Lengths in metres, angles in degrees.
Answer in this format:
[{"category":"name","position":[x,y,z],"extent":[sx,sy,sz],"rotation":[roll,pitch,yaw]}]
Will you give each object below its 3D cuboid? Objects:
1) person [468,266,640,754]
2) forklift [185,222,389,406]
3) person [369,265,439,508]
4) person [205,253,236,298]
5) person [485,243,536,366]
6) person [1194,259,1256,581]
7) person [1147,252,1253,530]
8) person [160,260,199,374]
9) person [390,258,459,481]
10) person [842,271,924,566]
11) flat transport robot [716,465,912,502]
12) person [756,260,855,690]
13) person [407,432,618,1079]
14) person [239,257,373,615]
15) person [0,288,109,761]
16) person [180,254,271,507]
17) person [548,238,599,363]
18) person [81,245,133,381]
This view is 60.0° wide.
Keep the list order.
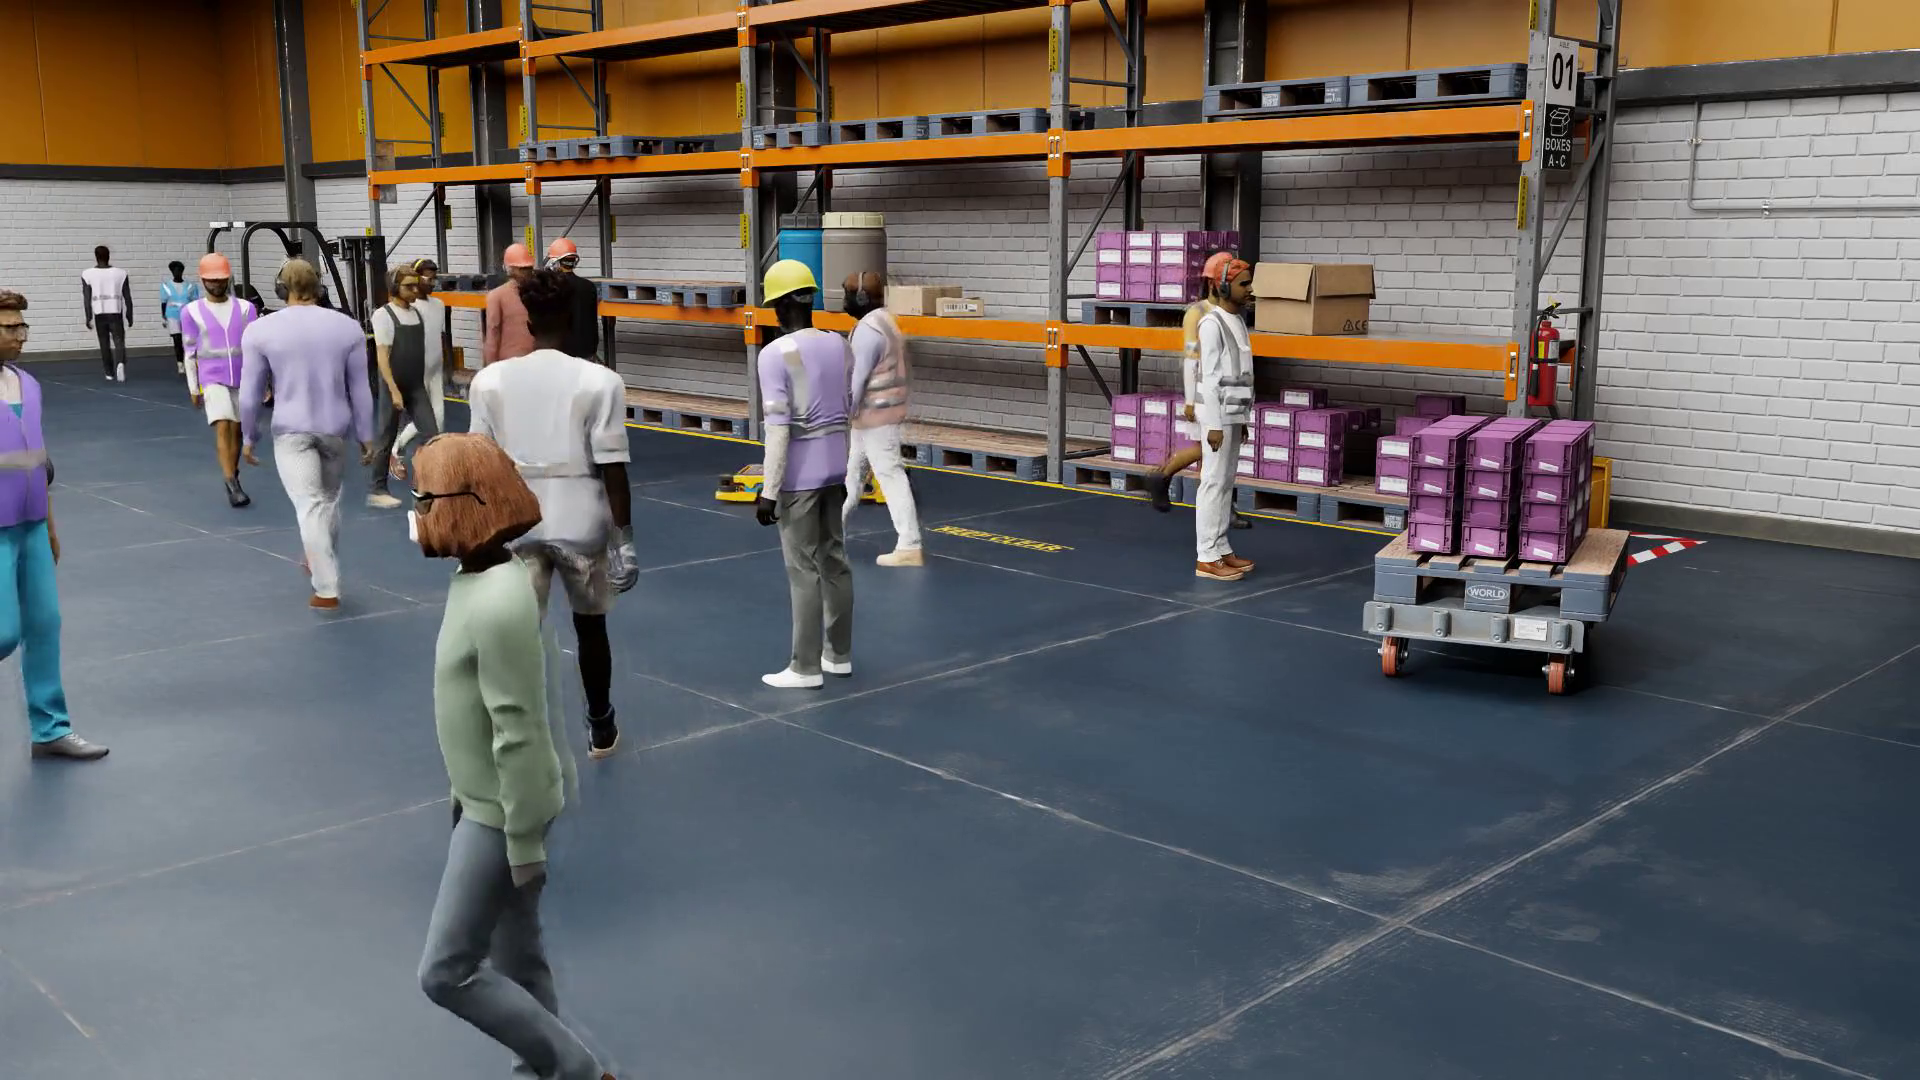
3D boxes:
[{"category":"person","position":[-1.510,-0.036,6.115],"extent":[0.658,1.917,0.983],"rotation":[1,10,4]},{"category":"forklift","position":[-8.169,-2.758,20.163],"extent":[2.313,2.155,1.214],"rotation":[-10,14,-44]},{"category":"person","position":[-4.023,-1.100,12.200],"extent":[0.941,1.795,0.525],"rotation":[6,12,29]},{"category":"person","position":[-11.904,-3.746,26.783],"extent":[0.294,1.744,0.487],"rotation":[9,14,40]},{"category":"person","position":[-3.585,-1.494,13.941],"extent":[0.994,1.939,0.613],"rotation":[7,12,32]},{"category":"person","position":[1.580,-0.714,9.869],"extent":[0.356,1.883,0.573],"rotation":[5,11,24]},{"category":"person","position":[1.706,-1.043,11.604],"extent":[0.550,1.913,0.761],"rotation":[-10,14,-43]},{"category":"person","position":[-11.506,-3.293,24.548],"extent":[0.536,1.666,0.736],"rotation":[-6,12,-29]},{"category":"person","position":[-4.340,-1.335,13.376],"extent":[0.551,1.847,0.532],"rotation":[6,12,31]},{"category":"person","position":[-0.641,-0.731,10.196],"extent":[0.927,1.799,0.648],"rotation":[1,10,3]},{"category":"flat transport robot","position":[-1.108,-0.442,12.784],"extent":[1.431,0.197,0.652],"rotation":[1,10,3]},{"category":"person","position":[-0.706,-0.284,7.439],"extent":[0.398,1.914,0.589],"rotation":[7,12,33]},{"category":"person","position":[-0.993,0.580,3.512],"extent":[0.353,1.622,0.510],"rotation":[-3,11,-16]},{"category":"person","position":[-3.602,-0.583,9.106],"extent":[0.652,1.891,0.999],"rotation":[-8,13,-37]},{"category":"person","position":[-3.663,-0.035,6.299],"extent":[0.629,1.826,0.589],"rotation":[1,10,6]},{"category":"person","position":[-5.570,-1.220,12.626],"extent":[0.546,1.890,0.996],"rotation":[-8,13,-37]},{"category":"person","position":[-3.452,-1.654,14.685],"extent":[0.391,1.995,0.613],"rotation":[8,13,37]},{"category":"person","position":[-11.856,-3.157,23.178],"extent":[0.603,1.895,0.880],"rotation":[-6,12,-29]}]
